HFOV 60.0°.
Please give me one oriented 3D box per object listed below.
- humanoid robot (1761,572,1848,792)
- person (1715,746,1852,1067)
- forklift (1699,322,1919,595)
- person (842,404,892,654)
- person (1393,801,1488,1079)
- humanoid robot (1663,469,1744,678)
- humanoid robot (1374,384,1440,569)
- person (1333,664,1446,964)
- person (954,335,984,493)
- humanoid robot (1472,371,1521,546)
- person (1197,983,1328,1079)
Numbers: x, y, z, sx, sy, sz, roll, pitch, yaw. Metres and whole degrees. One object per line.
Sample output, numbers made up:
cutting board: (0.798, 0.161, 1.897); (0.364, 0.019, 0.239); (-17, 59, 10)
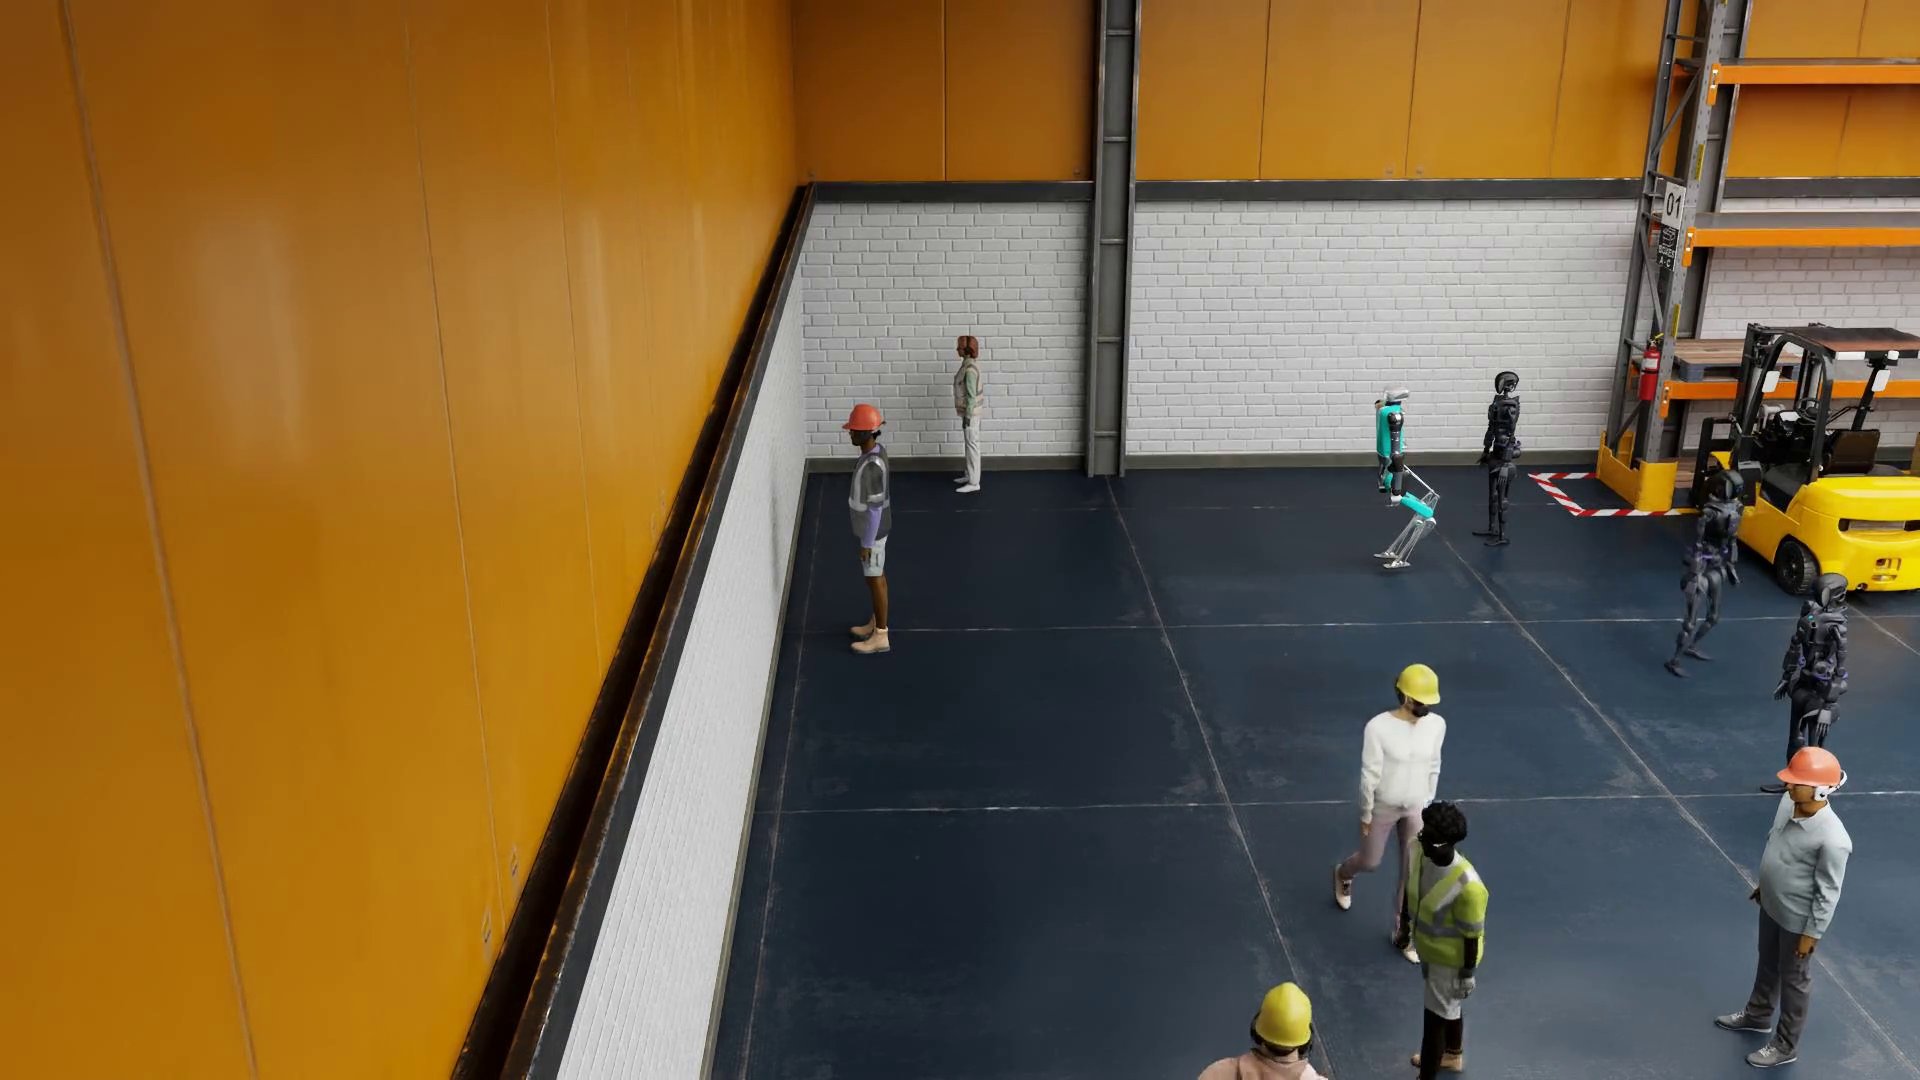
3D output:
humanoid robot: (5.553, 0.987, 10.829); (0.315, 1.653, 0.599); (-1, 20, -2)
person: (4.191, 1.840, 8.419); (0.325, 1.752, 0.562); (0, 20, -1)
forklift: (7.809, -0.792, 14.926); (1.214, 2.155, 2.313); (-1, 20, -2)
person: (-0.733, -0.091, 13.239); (0.375, 2.045, 0.604); (0, 20, -1)
person: (2.338, 1.998, 8.119); (0.573, 1.667, 0.545); (-6, 21, -16)
humanoid robot: (5.784, 0.221, 12.910); (0.585, 1.635, 0.392); (-14, 24, -33)
humanoid robot: (4.004, -0.563, 14.772); (0.735, 1.672, 0.533); (-1, 20, -2)
person: (2.455, 1.471, 9.435); (0.528, 1.742, 0.688); (-4, 21, -12)
person: (0.088, -1.303, 17.095); (0.308, 1.641, 0.514); (0, 20, -1)
humanoid robot: (5.062, -0.773, 15.591); (0.315, 1.657, 0.599); (-1, 20, -2)
person: (1.177, 2.509, 6.489); (0.826, 1.828, 0.872); (4, 21, 10)
